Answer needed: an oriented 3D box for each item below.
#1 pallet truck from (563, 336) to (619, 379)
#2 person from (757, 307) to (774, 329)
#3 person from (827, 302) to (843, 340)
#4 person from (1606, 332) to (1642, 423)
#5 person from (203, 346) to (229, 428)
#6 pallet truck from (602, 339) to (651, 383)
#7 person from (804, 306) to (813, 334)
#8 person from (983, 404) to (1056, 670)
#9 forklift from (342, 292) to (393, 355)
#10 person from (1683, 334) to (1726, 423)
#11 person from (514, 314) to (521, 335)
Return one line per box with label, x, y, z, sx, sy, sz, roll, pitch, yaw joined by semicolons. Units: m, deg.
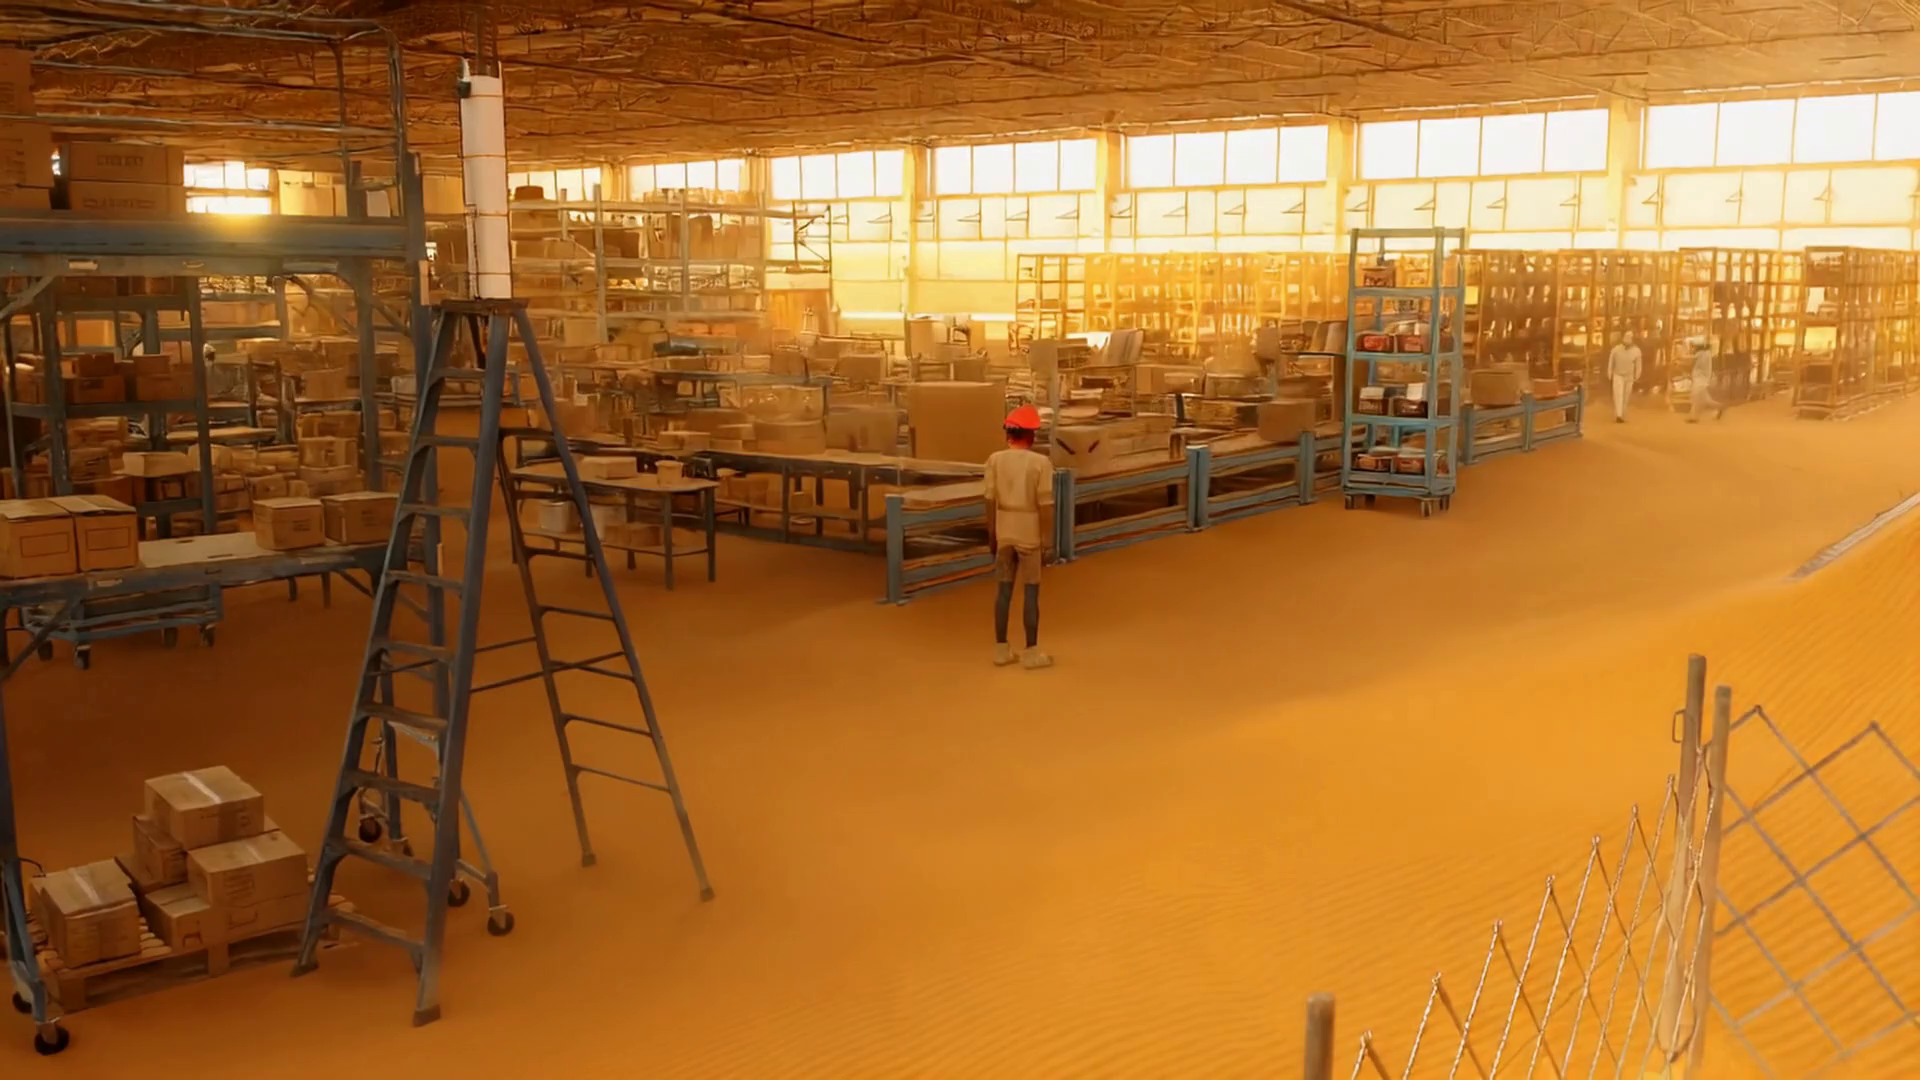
pallet truck;-10.690;-5.294;48.215;1.601;1.201;0.680;-5;10;-26
person;-6.345;-6.643;54.385;0.631;1.941;0.891;1;9;3
person;-4.772;-8.118;63.590;0.606;1.951;0.379;-3;9;-15
person;13.577;-3.342;34.067;0.667;1.871;0.843;1;9;7
person;-13.437;-2.611;29.850;0.596;1.743;0.547;-8;12;-41
pallet truck;-8.991;-4.871;45.351;0.653;1.274;1.630;7;11;37
person;-6.019;-8.378;65.778;0.298;1.772;0.533;-8;12;-40
person;0.479;-0.022;12.772;0.615;2.043;0.373;6;11;34
forklift;-16.485;-5.622;45.120;1.129;2.768;1.873;7;11;37
person;15.087;-3.247;33.615;0.700;1.812;0.585;8;12;42
person;-13.084;-5.817;49.425;0.960;1.906;0.633;-7;11;-37
